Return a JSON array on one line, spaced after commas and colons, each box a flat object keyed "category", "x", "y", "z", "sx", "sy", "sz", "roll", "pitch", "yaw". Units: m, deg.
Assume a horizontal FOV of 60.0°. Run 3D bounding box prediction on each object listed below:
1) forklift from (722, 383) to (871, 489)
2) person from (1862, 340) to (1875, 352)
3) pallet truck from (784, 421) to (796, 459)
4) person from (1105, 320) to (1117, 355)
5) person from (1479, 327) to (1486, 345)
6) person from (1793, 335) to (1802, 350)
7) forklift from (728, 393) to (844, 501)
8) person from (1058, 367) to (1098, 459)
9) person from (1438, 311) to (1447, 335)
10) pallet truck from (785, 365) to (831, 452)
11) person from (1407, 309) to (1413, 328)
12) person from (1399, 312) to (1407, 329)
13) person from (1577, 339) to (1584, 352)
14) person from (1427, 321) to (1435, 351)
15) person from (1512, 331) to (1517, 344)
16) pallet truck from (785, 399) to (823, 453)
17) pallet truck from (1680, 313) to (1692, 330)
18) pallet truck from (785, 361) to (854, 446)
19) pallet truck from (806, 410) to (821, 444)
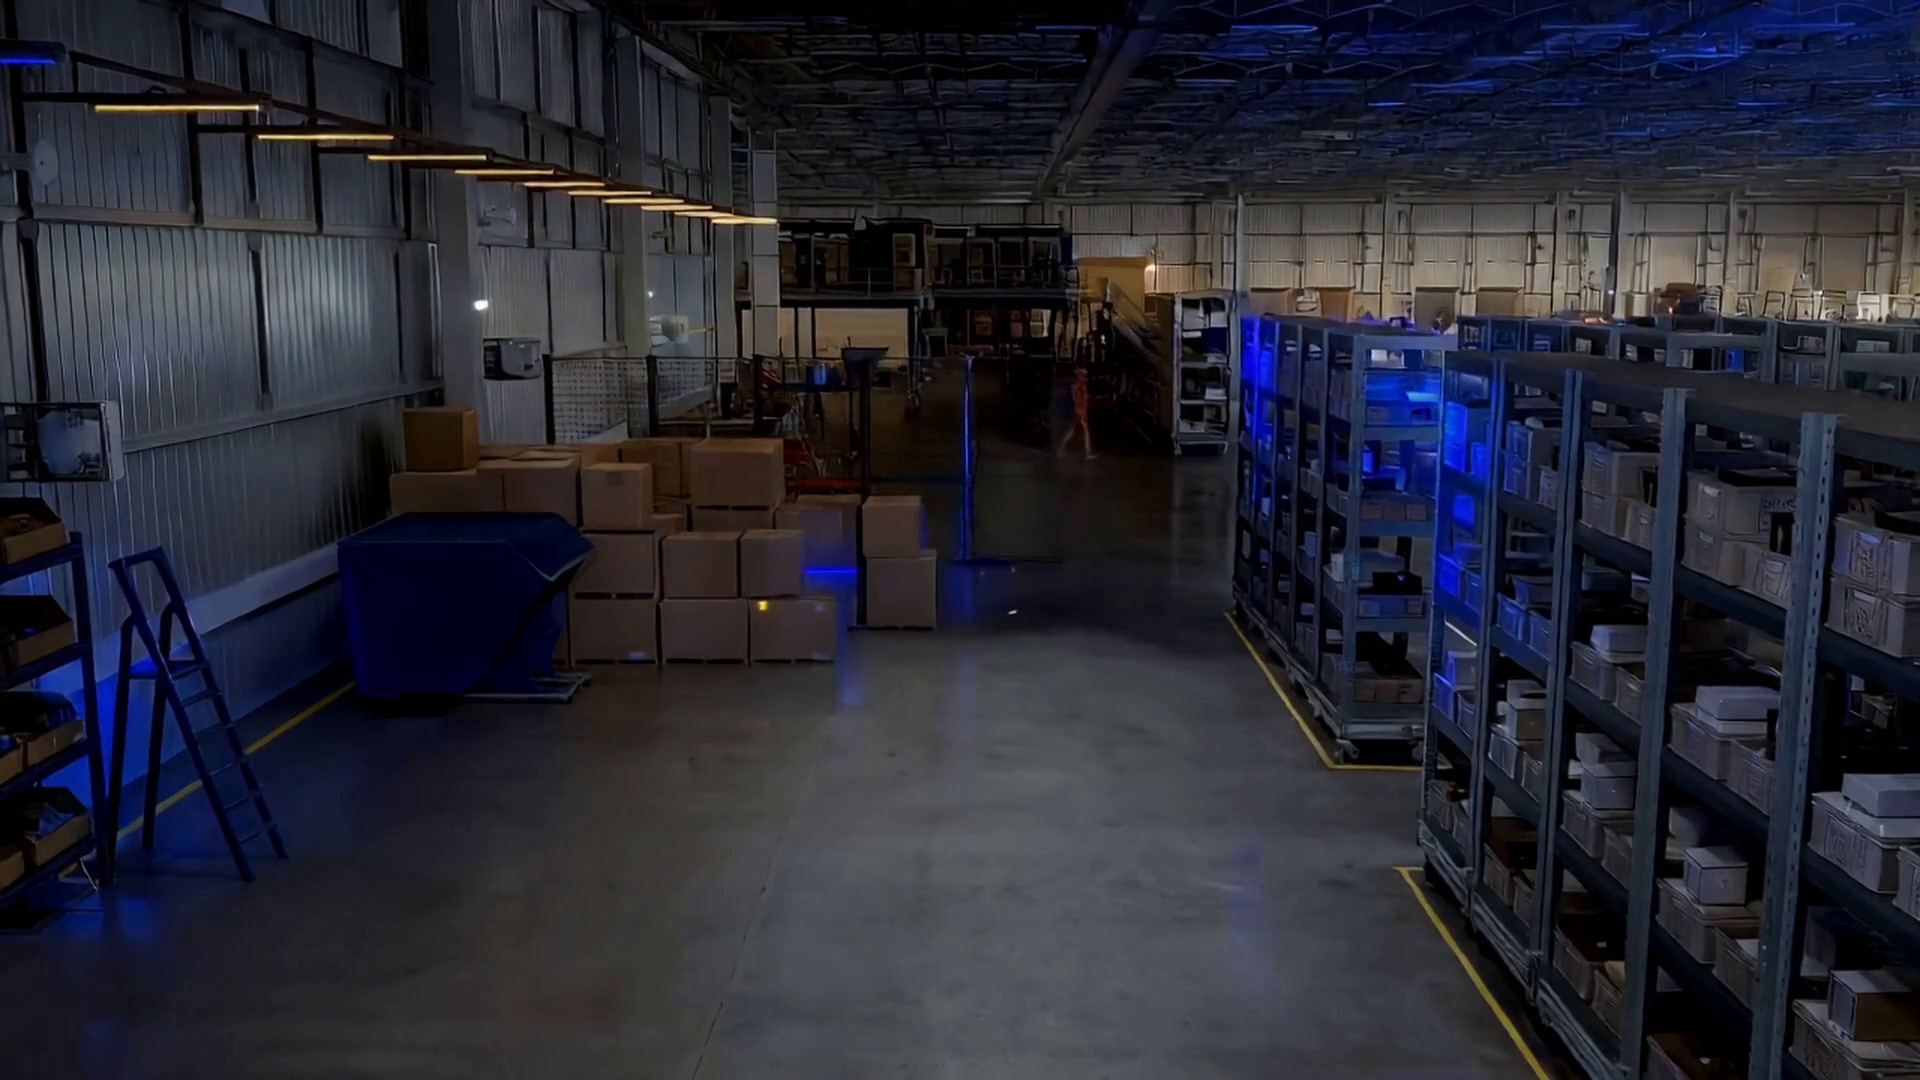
[{"category": "forklift", "x": -2.893, "y": -1.687, "z": 28.729, "sx": 2.680, "sy": 1.987, "sz": 1.157, "roll": 0, "pitch": 9, "yaw": -1}, {"category": "person", "x": 32.528, "y": -6.497, "z": 59.552, "sx": 0.550, "sy": 1.933, "sz": 0.370, "roll": -3, "pitch": 10, "yaw": -20}, {"category": "pallet truck", "x": -4.013, "y": -1.793, "z": 32.705, "sx": 1.601, "sy": 1.201, "sz": 0.680, "roll": 0, "pitch": 9, "yaw": 1}, {"category": "person", "x": 7.309, "y": -9.866, "z": 80.590, "sx": 0.584, "sy": 1.860, "sz": 0.816, "roll": -1, "pitch": 9, "yaw": -6}, {"category": "person", "x": 24.553, "y": -9.491, "z": 78.025, "sx": 0.370, "sy": 1.934, "sz": 0.627, "roll": 9, "pitch": 13, "yaw": 43}, {"category": "person", "x": 31.437, "y": -6.935, "z": 62.583, "sx": 0.805, "sy": 1.829, "sz": 0.525, "roll": 1, "pitch": 9, "yaw": 9}, {"category": "forklift", "x": -2.979, "y": -1.316, "z": 26.476, "sx": 2.680, "sy": 1.987, "sz": 1.157, "roll": 0, "pitch": 9, "yaw": 1}, {"category": "person", "x": 2.577, "y": -2.789, "z": 36.464, "sx": 1.026, "sy": 2.006, "sz": 0.615, "roll": 9, "pitch": 13, "yaw": 43}, {"category": "person", "x": 26.531, "y": -11.653, "z": 91.498, "sx": 0.666, "sy": 1.904, "sz": 0.395, "roll": -7, "pitch": 12, "yaw": -37}, {"category": "pallet truck", "x": -3.774, "y": -2.976, "z": 37.635, "sx": 1.885, "sy": 1.965, "sz": 0.823, "roll": 1, "pitch": 9, "yaw": 5}, {"category": "person", "x": 25.591, "y": -12.174, "z": 94.630, "sx": 0.398, "sy": 1.918, "sz": 0.587, "roll": 5, "pitch": 11, "yaw": 30}, {"category": "person", "x": 24.696, "y": -11.842, "z": 92.925, "sx": 0.893, "sy": 1.815, "sz": 0.619, "roll": 2, "pitch": 9, "yaw": 13}, {"category": "person", "x": 23.384, "y": -7.026, "z": 63.113, "sx": 0.881, "sy": 1.834, "sz": 0.543, "roll": 3, "pitch": 10, "yaw": 18}, {"category": "person", "x": 21.450, "y": -9.102, "z": 75.934, "sx": 0.442, "sy": 1.830, "sz": 0.550, "roll": -3, "pitch": 10, "yaw": -18}, {"category": "person", "x": 19.996, "y": -6.544, "z": 59.741, "sx": 0.363, "sy": 1.963, "sz": 0.612, "roll": -4, "pitch": 10, "yaw": -23}, {"category": "pallet truck", "x": -3.814, "y": -2.432, "z": 36.419, "sx": 1.630, "sy": 1.274, "sz": 0.653, "roll": 0, "pitch": 9, "yaw": 1}, {"category": "pallet truck", "x": 36.315, "y": -10.531, "z": 84.244, "sx": 0.823, "sy": 1.965, "sz": 1.885, "roll": -6, "pitch": 11, "yaw": -33}, {"category": "pallet truck", "x": -3.410, "y": -3.193, "z": 38.978, "sx": 1.885, "sy": 1.965, "sz": 0.823, "roll": 0, "pitch": 9, "yaw": -1}, {"category": "pallet truck", "x": -3.559, "y": -2.018, "z": 33.905, "sx": 1.522, "sy": 1.261, "sz": 0.704, "roll": 0, "pitch": 9, "yaw": -1}]
